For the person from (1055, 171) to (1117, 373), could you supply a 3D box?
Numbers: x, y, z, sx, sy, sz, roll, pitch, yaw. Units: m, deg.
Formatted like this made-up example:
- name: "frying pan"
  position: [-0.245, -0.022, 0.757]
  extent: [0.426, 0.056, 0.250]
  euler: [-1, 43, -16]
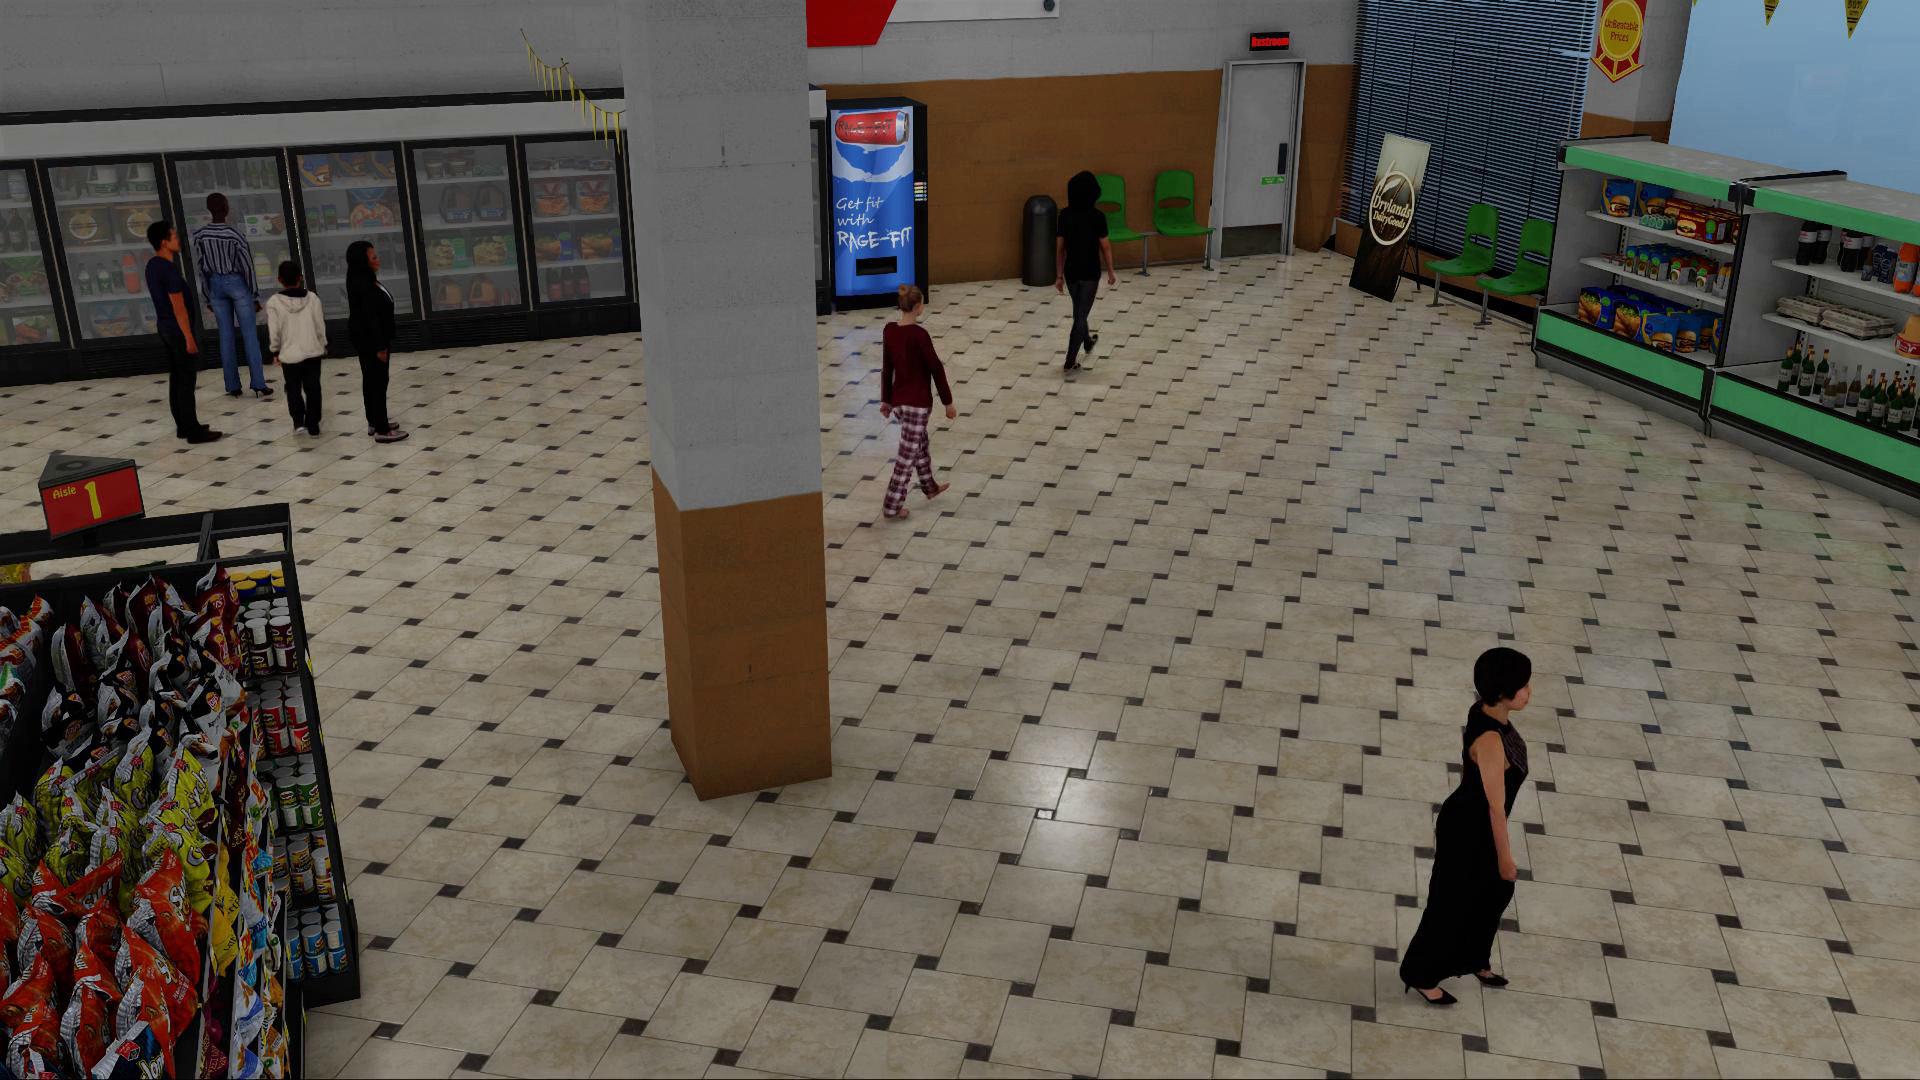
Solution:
- name: "person"
  position: [1.080, -2.416, 15.193]
  extent: [1.134, 1.798, 1.128]
  euler: [13, 25, 29]

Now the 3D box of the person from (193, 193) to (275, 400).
- name: "person"
  position: [-6.329, -2.115, 14.447]
  extent: [0.702, 1.794, 0.664]
  euler: [0, 22, 0]

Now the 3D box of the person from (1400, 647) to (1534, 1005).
- name: "person"
  position: [1.949, 1.152, 6.598]
  extent: [0.809, 1.585, 0.749]
  euler: [7, 23, 16]

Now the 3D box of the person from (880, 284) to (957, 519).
- name: "person"
  position: [-0.396, -0.944, 11.698]
  extent: [0.900, 1.672, 0.972]
  euler: [-18, 28, -37]

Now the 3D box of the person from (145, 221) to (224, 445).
- name: "person"
  position: [-6.284, -1.665, 13.329]
  extent: [0.770, 1.793, 0.604]
  euler: [-19, 29, -39]

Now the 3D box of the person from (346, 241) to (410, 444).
- name: "person"
  position: [-4.751, -1.604, 13.414]
  extent: [0.740, 1.617, 0.610]
  euler: [-12, 25, -28]

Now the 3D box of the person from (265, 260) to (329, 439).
- name: "person"
  position: [-5.313, -1.506, 13.404]
  extent: [0.585, 1.443, 0.492]
  euler: [-9, 24, -21]
